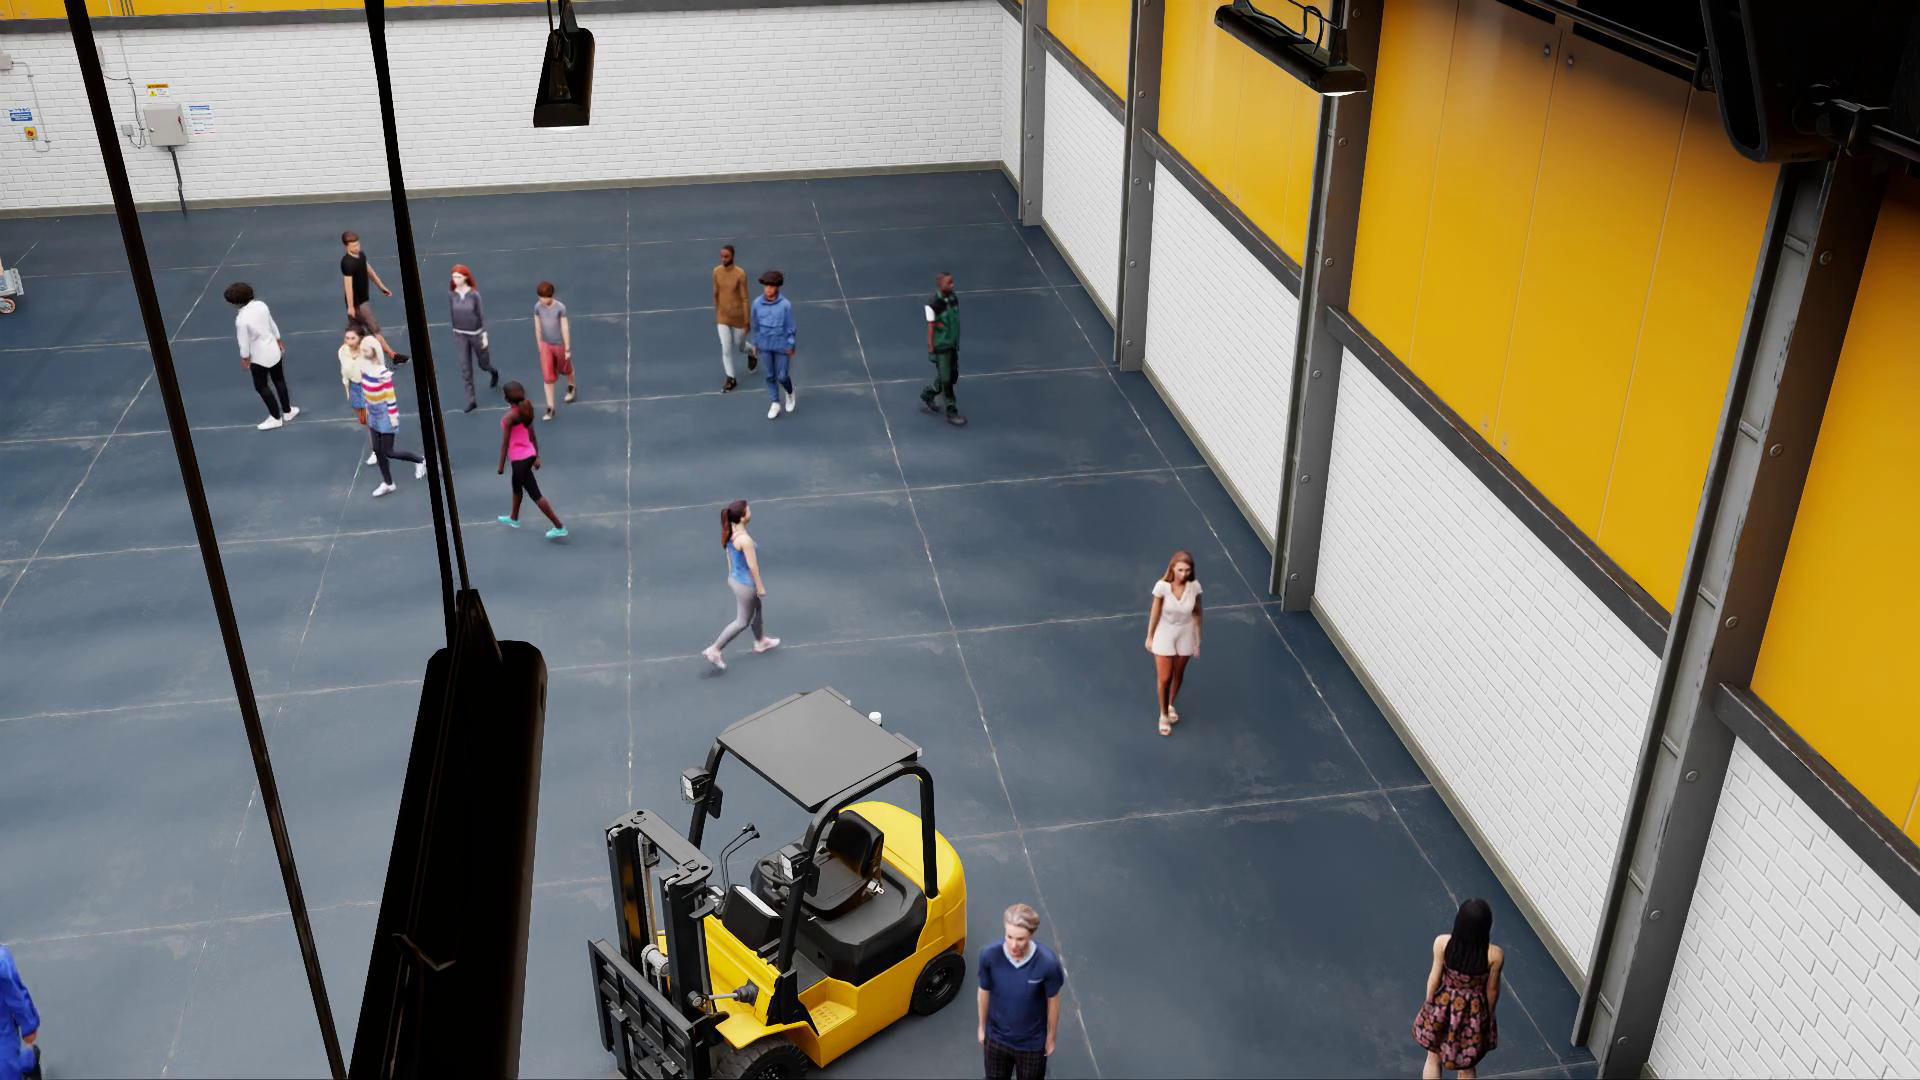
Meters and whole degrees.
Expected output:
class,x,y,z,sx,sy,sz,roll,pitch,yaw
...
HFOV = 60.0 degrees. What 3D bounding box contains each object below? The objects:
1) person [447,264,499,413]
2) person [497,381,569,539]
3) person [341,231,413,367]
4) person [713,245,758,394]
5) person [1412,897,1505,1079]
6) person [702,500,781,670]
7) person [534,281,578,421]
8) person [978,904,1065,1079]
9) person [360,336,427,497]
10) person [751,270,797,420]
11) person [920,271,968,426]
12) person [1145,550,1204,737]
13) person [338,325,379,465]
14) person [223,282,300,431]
class,x,y,z,sx,sy,sz,roll,pitch,yaw
person,-5.798,-2.443,19.825,0.805,1.752,1.121,4,29,7
person,-4.348,-0.766,16.822,0.978,1.683,1.114,9,30,16
person,-7.597,-2.985,20.753,0.772,1.815,1.008,-5,29,-9
person,-2.744,-2.748,20.333,0.933,1.801,1.104,10,30,17
person,3.012,2.872,10.059,0.791,1.773,0.828,10,30,17
person,-1.976,0.417,14.756,0.850,1.586,1.026,-15,32,-25
person,-4.765,-2.320,19.749,0.805,1.608,1.226,3,29,6
person,0.334,2.907,9.893,0.734,1.870,0.698,7,29,12
person,-6.108,-1.350,17.779,0.968,1.793,1.008,22,35,34
person,-2.163,-2.334,19.576,0.791,1.800,0.804,8,30,14
person,-0.234,-2.274,19.439,1.123,1.825,1.051,20,34,32
person,1.793,0.786,13.982,0.629,1.680,0.712,-3,29,-5
person,-6.614,-1.672,18.550,0.832,1.619,0.993,6,29,10
person,-8.044,-2.203,19.343,0.904,1.792,0.772,22,35,34
